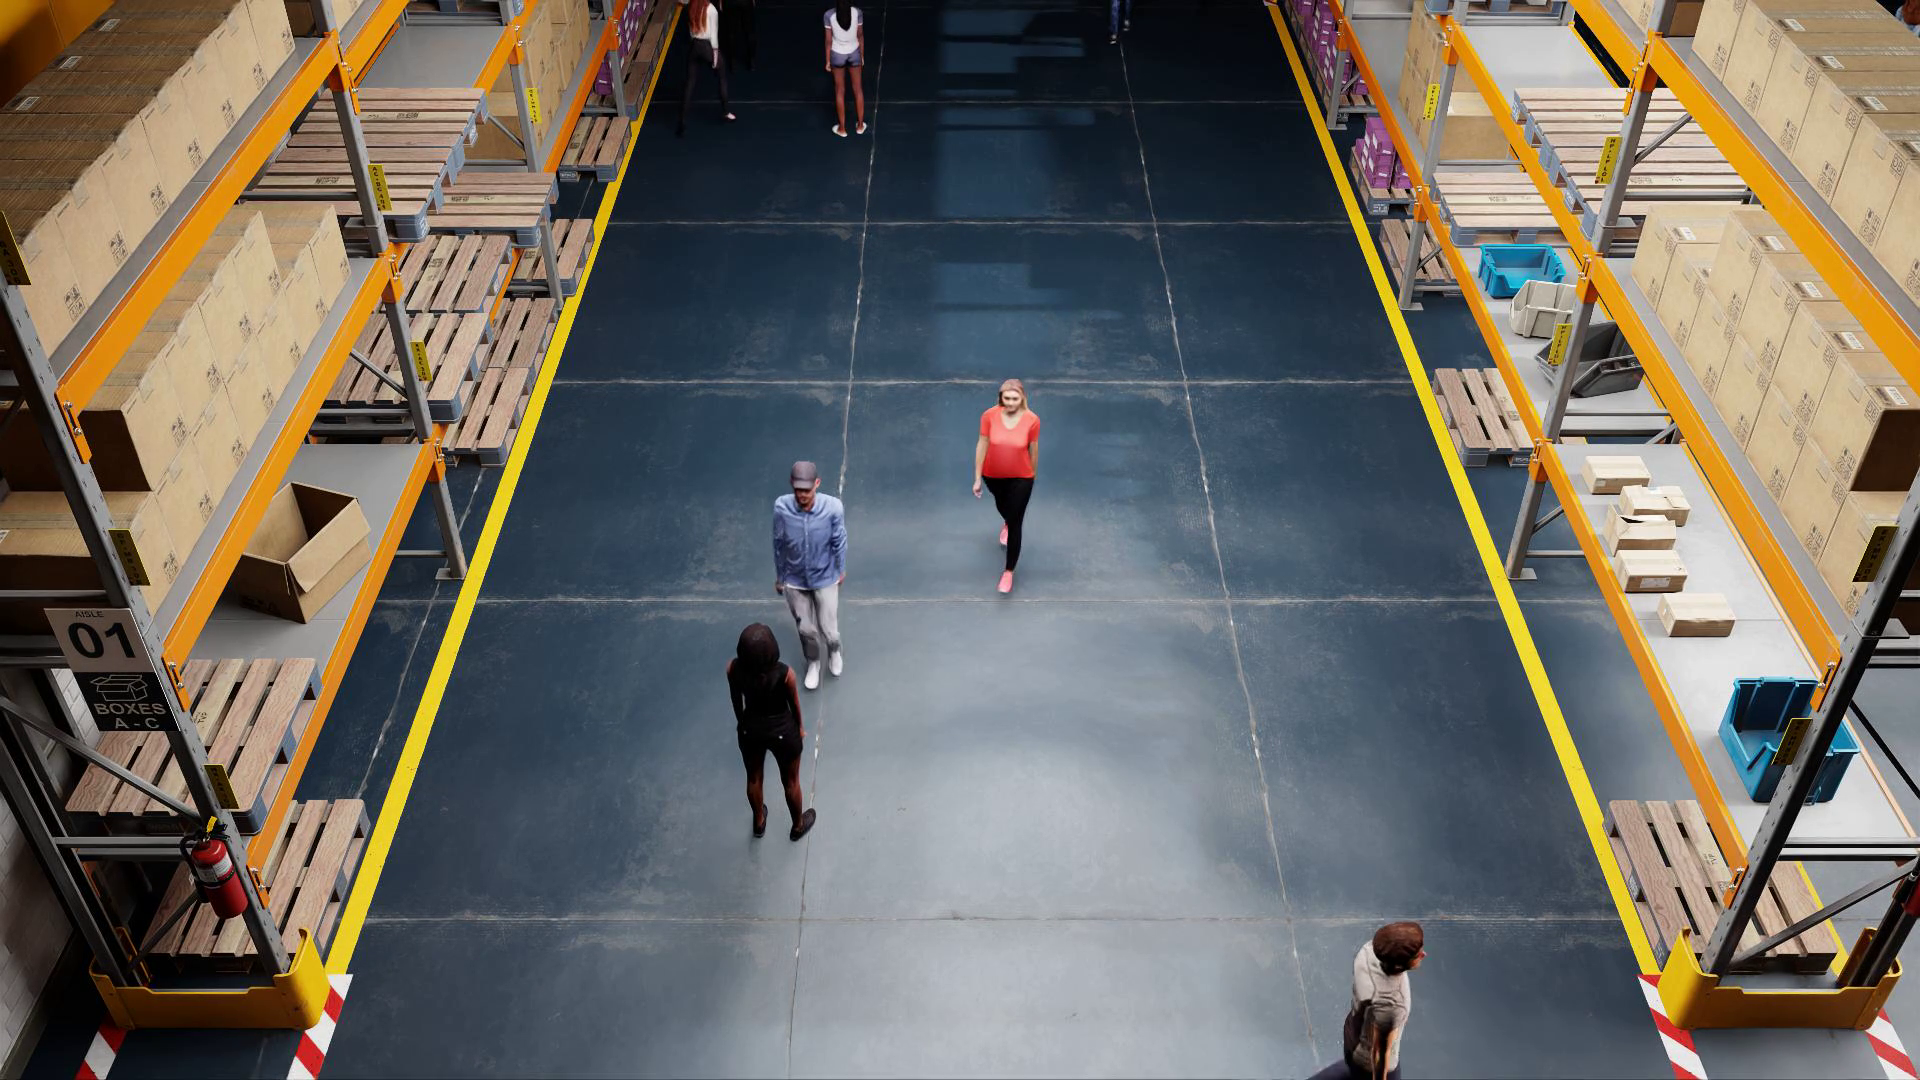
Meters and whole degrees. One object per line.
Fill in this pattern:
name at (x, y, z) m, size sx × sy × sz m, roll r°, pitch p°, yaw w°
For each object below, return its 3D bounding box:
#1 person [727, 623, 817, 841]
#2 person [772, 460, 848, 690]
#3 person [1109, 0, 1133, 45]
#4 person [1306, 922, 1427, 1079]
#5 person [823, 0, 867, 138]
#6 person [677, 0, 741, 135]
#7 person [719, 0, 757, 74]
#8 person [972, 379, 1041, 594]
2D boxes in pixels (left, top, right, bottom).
person at (-1.177, 1.183, 10.244) m, size 0.634 × 1.740 × 0.576 m, roll 7°, pitch 39°, yaw 8°
person at (-1.021, 0.187, 11.383) m, size 0.657 × 1.876 × 0.644 m, roll 2°, pitch 39°, yaw 3°
person at (2.052, -7.008, 20.690) m, size 0.673 × 1.504 × 1.143 m, roll 6°, pitch 39°, yaw 7°
person at (2.008, 2.545, 8.429) m, size 0.706 × 1.877 × 0.895 m, roll 1°, pitch 39°, yaw 1°
person at (-1.276, -5.329, 18.413) m, size 0.668 × 1.722 × 0.637 m, roll -12°, pitch 40°, yaw -15°
person at (-2.881, -5.338, 18.425) m, size 0.949 × 1.721 × 1.106 m, roll 16°, pitch 41°, yaw 19°
person at (-2.655, -6.425, 19.812) m, size 0.612 × 1.688 × 0.593 m, roll -6°, pitch 39°, yaw -8°
person at (0.366, -0.522, 12.460) m, size 0.800 × 1.640 × 1.224 m, roll 9°, pitch 39°, yaw 11°
